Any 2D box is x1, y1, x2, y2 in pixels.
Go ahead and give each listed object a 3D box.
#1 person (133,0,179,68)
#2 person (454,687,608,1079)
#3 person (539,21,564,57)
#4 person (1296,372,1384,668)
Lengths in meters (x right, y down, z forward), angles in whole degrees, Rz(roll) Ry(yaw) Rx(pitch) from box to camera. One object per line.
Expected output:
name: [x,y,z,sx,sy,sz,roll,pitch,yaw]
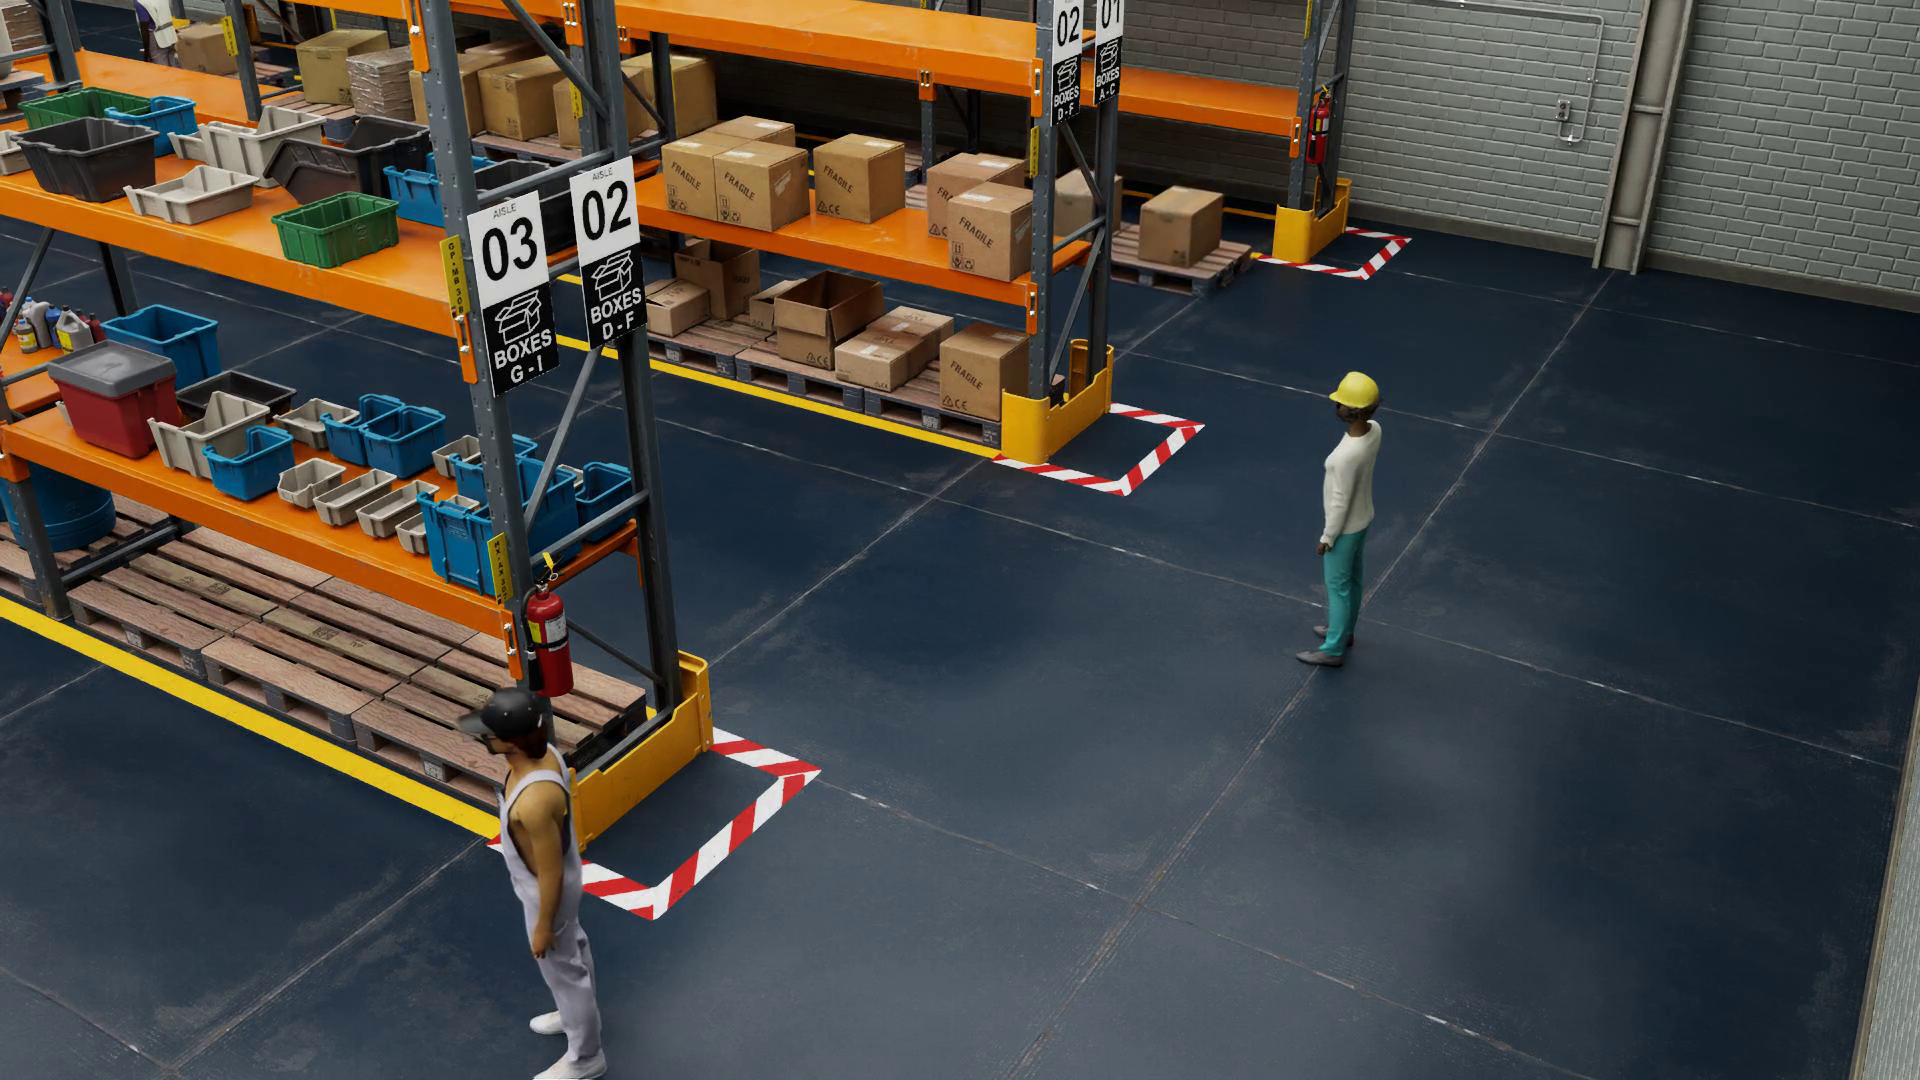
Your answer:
person: [-9.281,-5.730,19.309,0.394,1.837,0.557,3,29,6]
person: [-1.674,1.368,6.541,0.385,1.861,0.528,-6,30,-11]
person: [-4.161,-4.507,17.252,0.316,1.695,0.541,-10,31,-17]
person: [2.137,-0.110,9.293,0.310,1.768,0.528,16,33,26]
